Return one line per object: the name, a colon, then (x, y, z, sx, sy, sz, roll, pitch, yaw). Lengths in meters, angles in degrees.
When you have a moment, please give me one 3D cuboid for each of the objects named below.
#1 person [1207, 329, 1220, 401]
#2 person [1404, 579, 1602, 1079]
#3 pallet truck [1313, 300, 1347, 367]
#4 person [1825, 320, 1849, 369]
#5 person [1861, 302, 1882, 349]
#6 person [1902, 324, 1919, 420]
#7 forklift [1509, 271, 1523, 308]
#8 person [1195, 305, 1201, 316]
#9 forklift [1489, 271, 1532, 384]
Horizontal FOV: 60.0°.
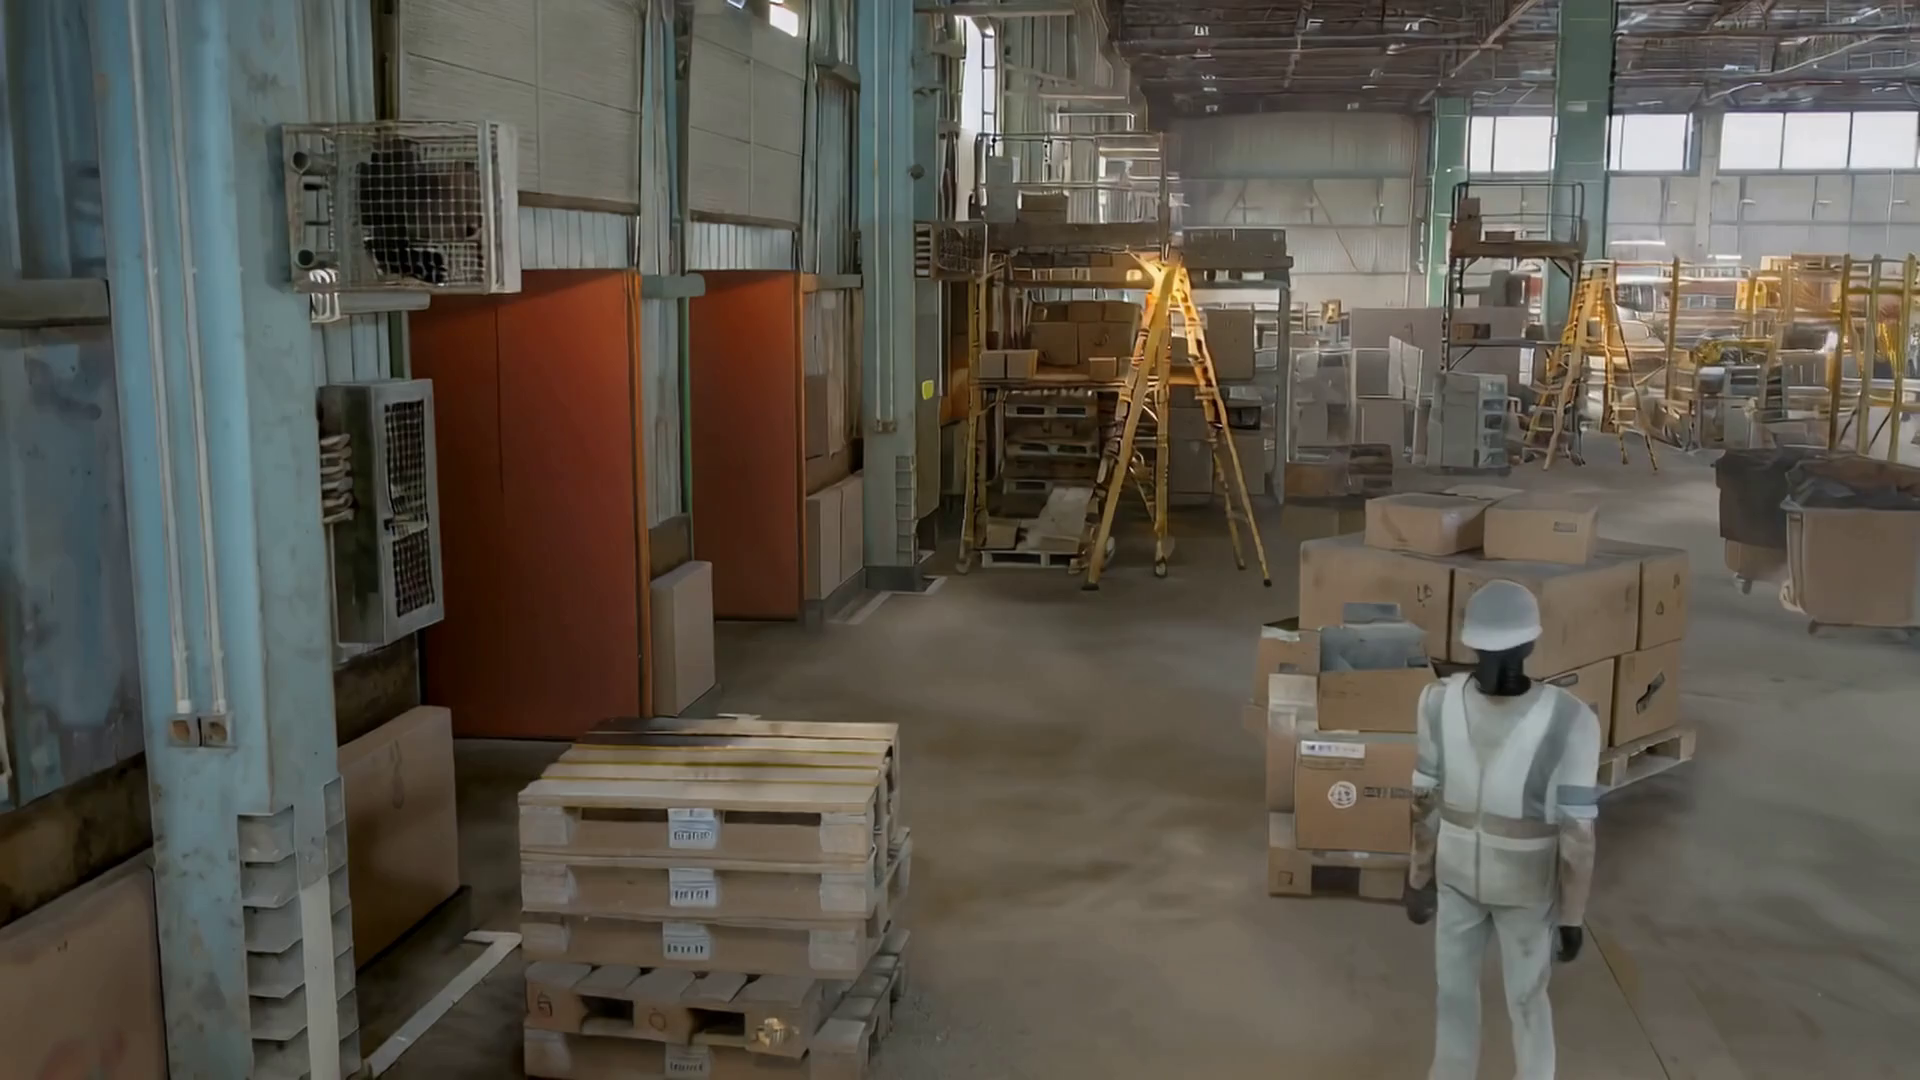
person: (5.371, -3.633, 35.018, 0.313, 1.634, 0.516, -4, 10, -23)
person: (1.666, 1.062, 5.185, 0.591, 1.918, 0.395, 8, 12, 42)
pallet truck: (11.159, -6.200, 49.718, 0.823, 1.965, 1.885, 4, 10, 26)
person: (18.850, -3.856, 35.793, 0.661, 1.828, 0.904, -8, 12, -42)
person: (29.524, -6.847, 53.900, 0.630, 1.938, 0.372, -2, 9, -10)
person: (18.316, -3.234, 31.893, 0.332, 1.844, 0.508, 5, 10, 28)
forklift: (14.916, -5.941, 45.409, 1.873, 2.768, 1.129, -2, 9, -10)
person: (6.307, -5.342, 44.647, 0.544, 1.930, 0.389, -5, 10, -28)
forklift: (13.422, -5.322, 41.591, 1.873, 2.768, 1.129, 1, 9, 9)
